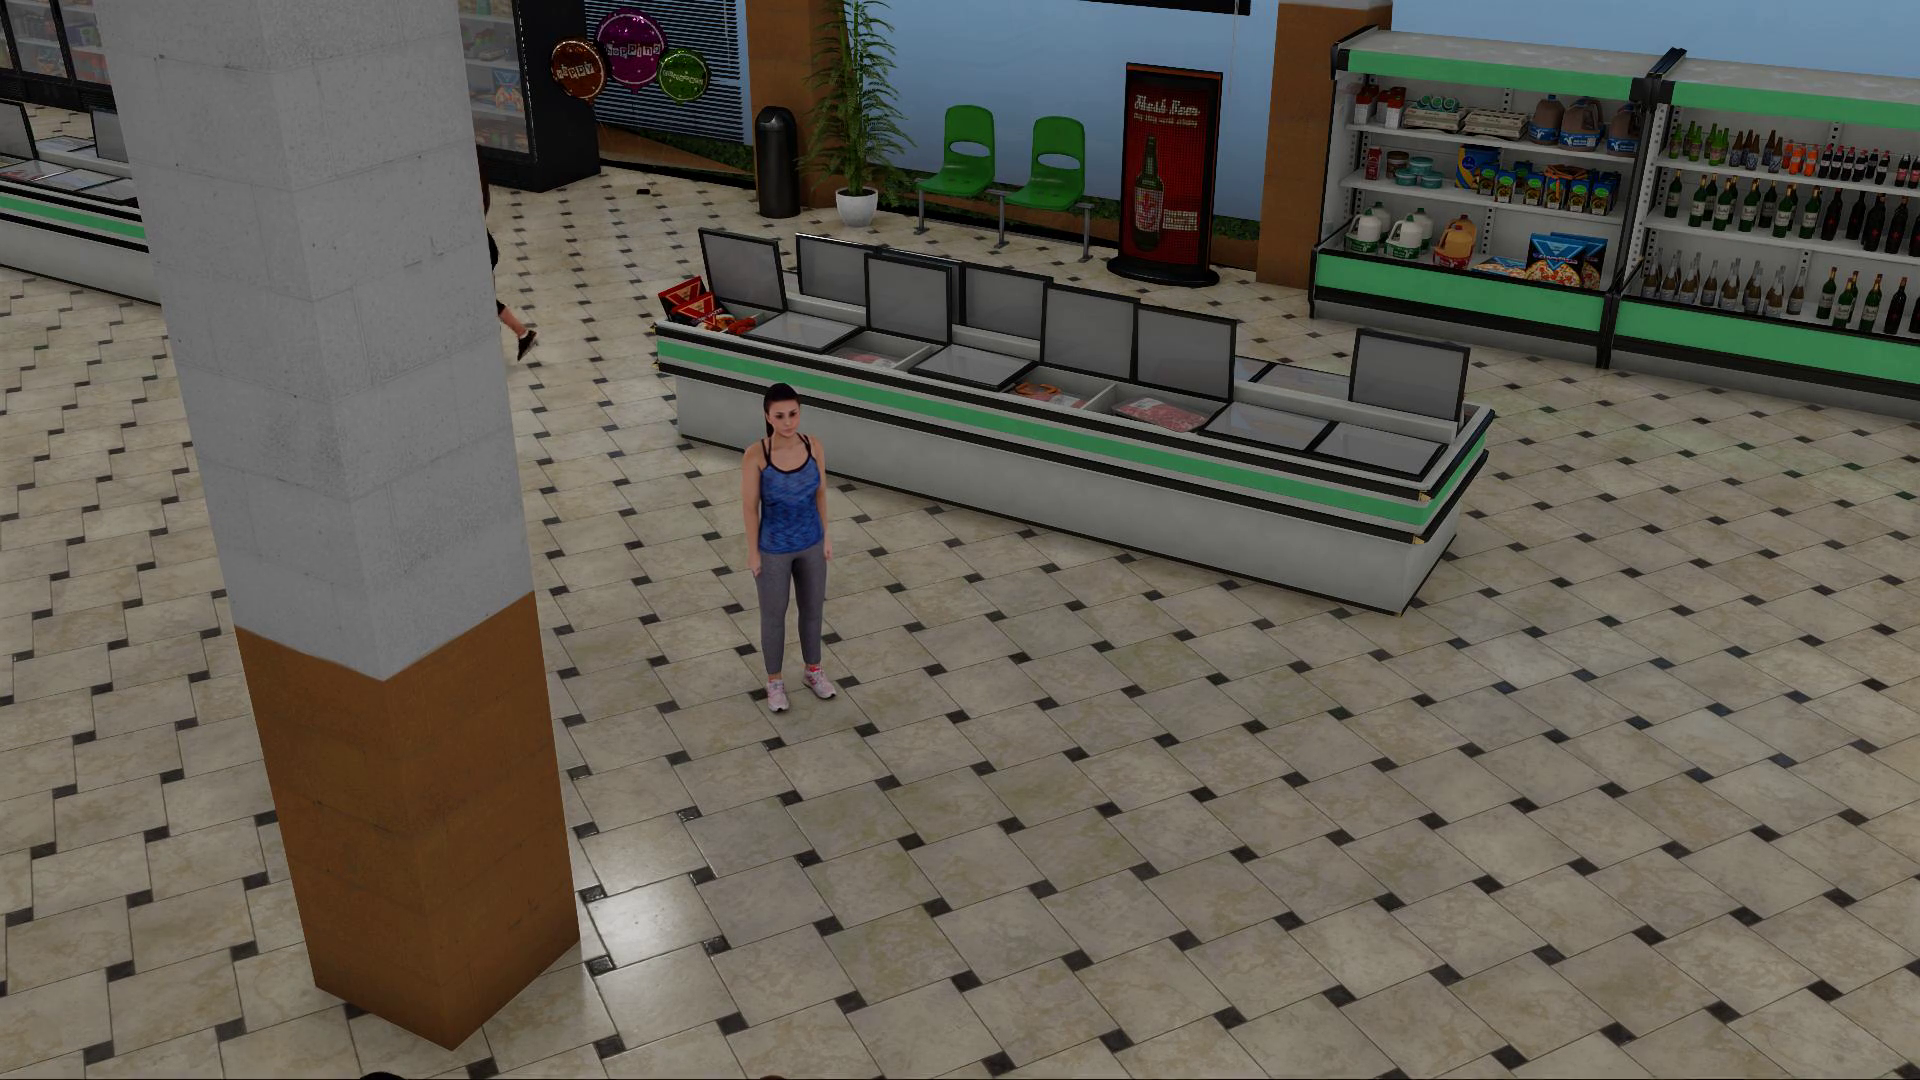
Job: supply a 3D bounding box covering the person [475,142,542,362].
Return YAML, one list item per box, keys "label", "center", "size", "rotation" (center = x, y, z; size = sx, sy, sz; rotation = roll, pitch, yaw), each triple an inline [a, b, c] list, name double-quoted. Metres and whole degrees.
- label: "person"
  center: [-3.237, -1.951, 11.507]
  size: [0.900, 1.719, 0.813]
  rotation: [-2, 27, -5]

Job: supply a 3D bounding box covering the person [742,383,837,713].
- label: "person"
  center: [-0.790, 0.028, 7.726]
  size: [0.661, 1.610, 0.693]
  rotation: [-13, 30, -24]
